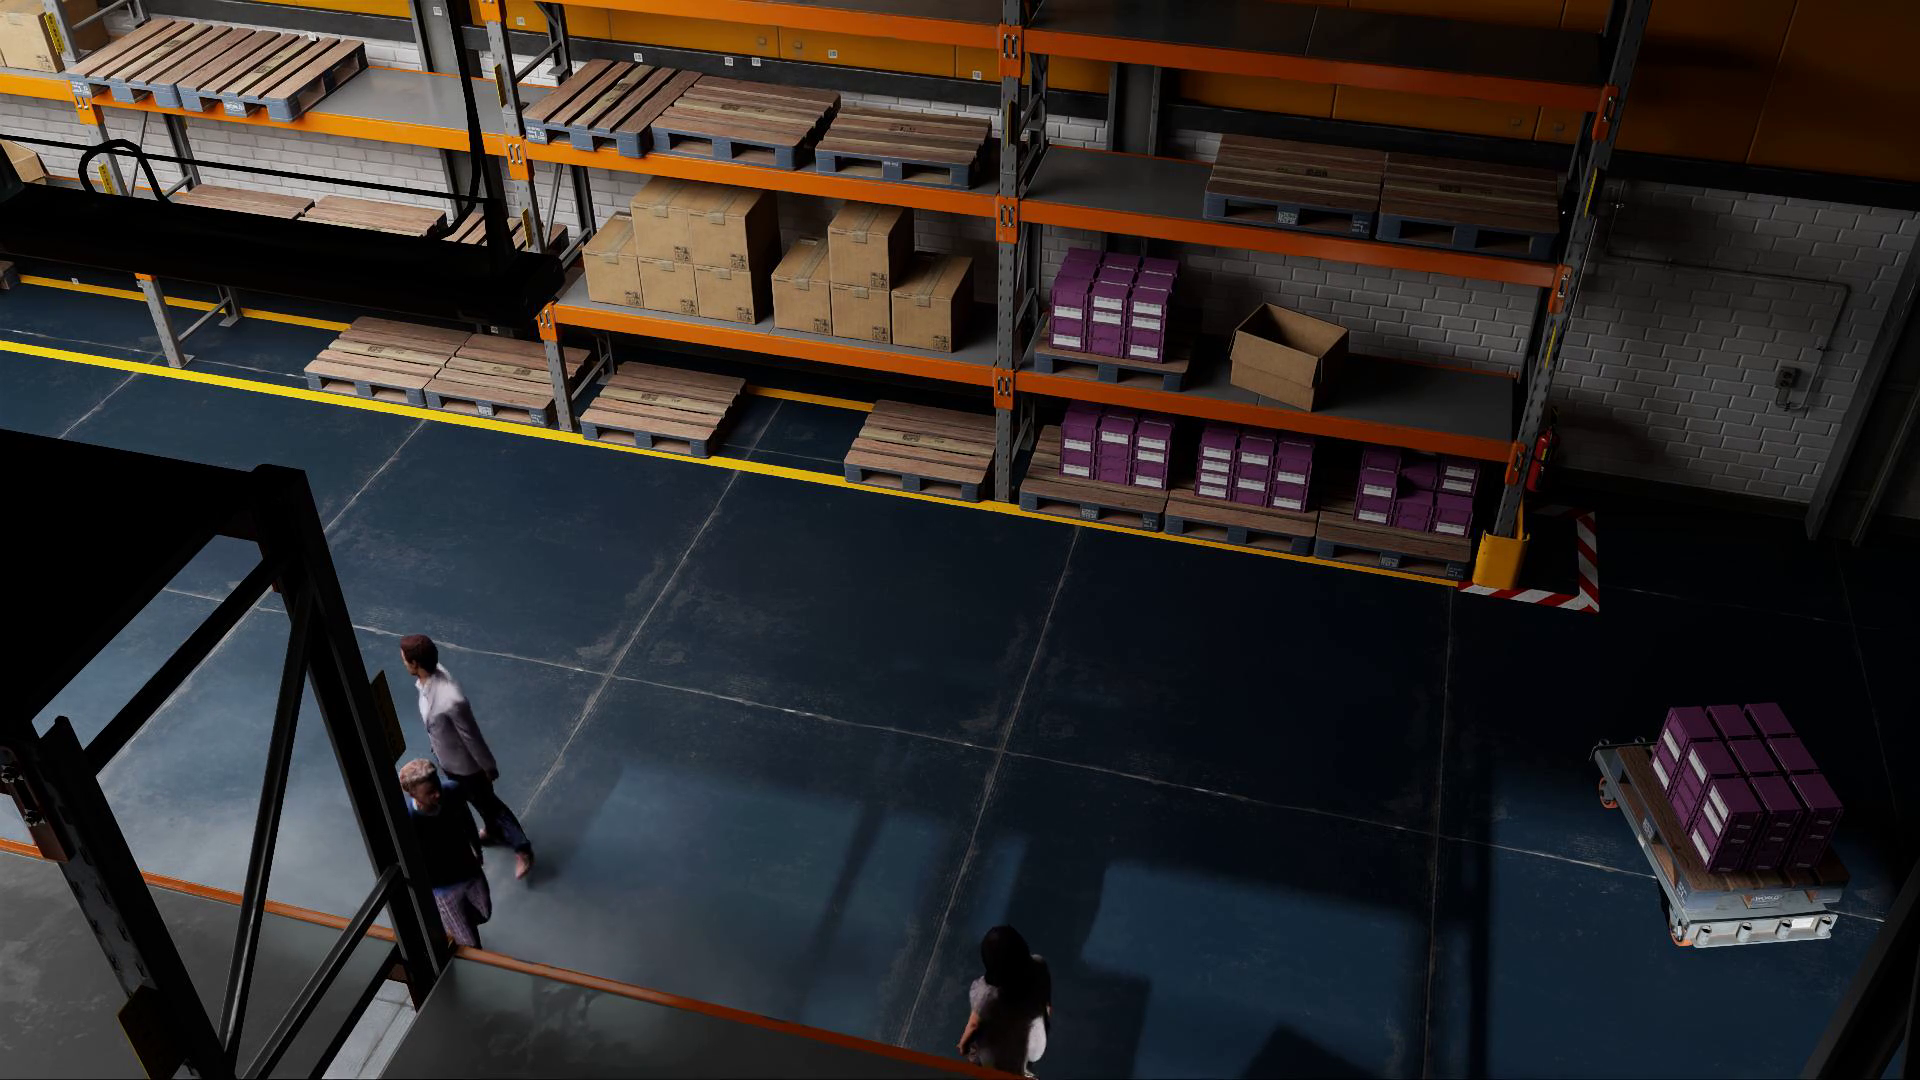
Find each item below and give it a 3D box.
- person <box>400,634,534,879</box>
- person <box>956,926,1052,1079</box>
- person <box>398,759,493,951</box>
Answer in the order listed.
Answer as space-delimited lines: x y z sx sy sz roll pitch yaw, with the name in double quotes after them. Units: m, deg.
-3.069 1.345 10.471 0.874 1.804 1.021 27 46 29 "person"
0.315 2.713 8.946 0.981 1.569 1.132 -29 47 -32 "person"
-3.047 1.931 9.704 1.067 1.846 0.868 24 44 27 "person"
